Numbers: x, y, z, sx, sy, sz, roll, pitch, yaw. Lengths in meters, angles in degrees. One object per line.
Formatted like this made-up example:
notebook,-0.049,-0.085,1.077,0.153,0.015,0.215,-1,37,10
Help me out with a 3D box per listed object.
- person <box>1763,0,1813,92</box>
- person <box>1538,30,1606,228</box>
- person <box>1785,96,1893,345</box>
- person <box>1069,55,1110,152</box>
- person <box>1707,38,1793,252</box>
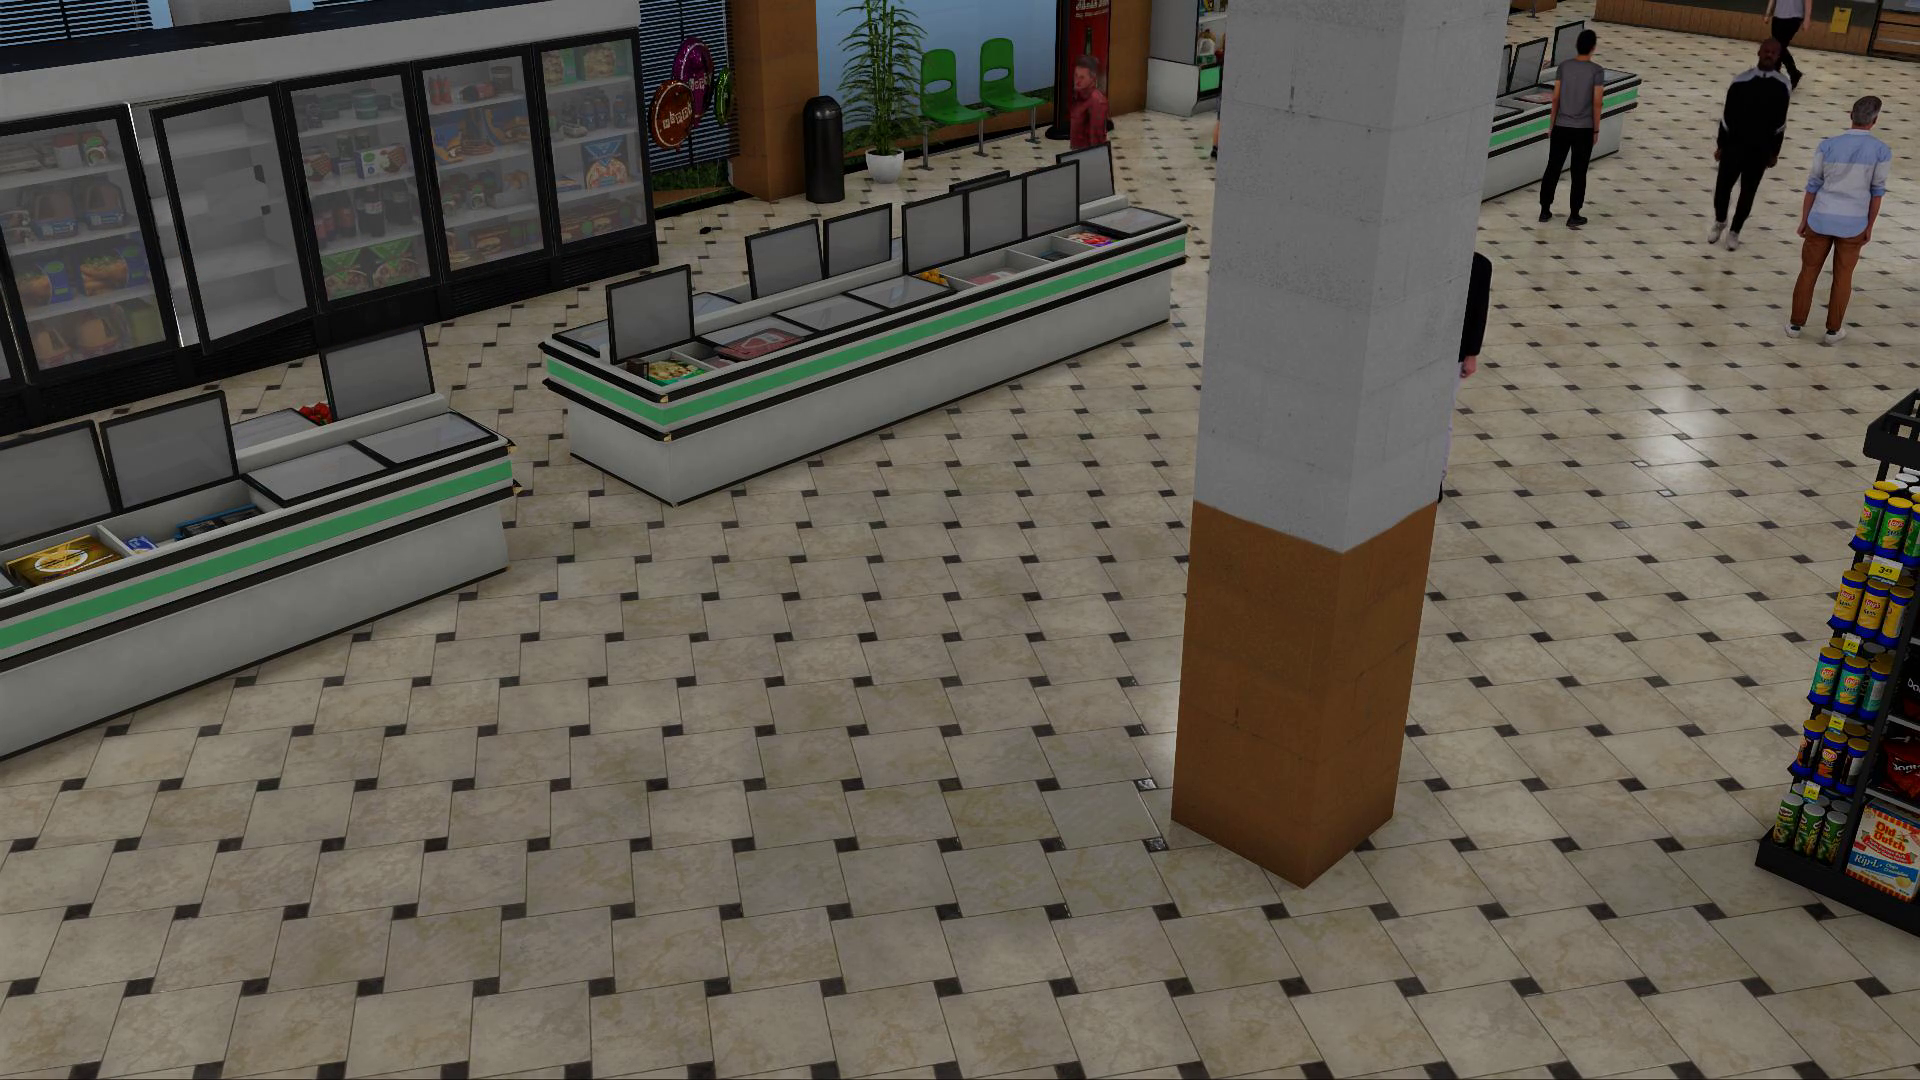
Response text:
person,10.094,-6.311,20.145,1.229,1.833,0.944,-13,29,-23
person,5.618,-3.774,15.230,0.634,1.756,0.576,20,33,34
person,6.561,-2.390,12.425,0.739,1.825,0.646,15,31,27
person,1.175,-3.115,13.917,1.331,1.767,1.278,1,27,2
person,6.918,-3.493,14.605,0.796,1.820,0.809,10,29,20
